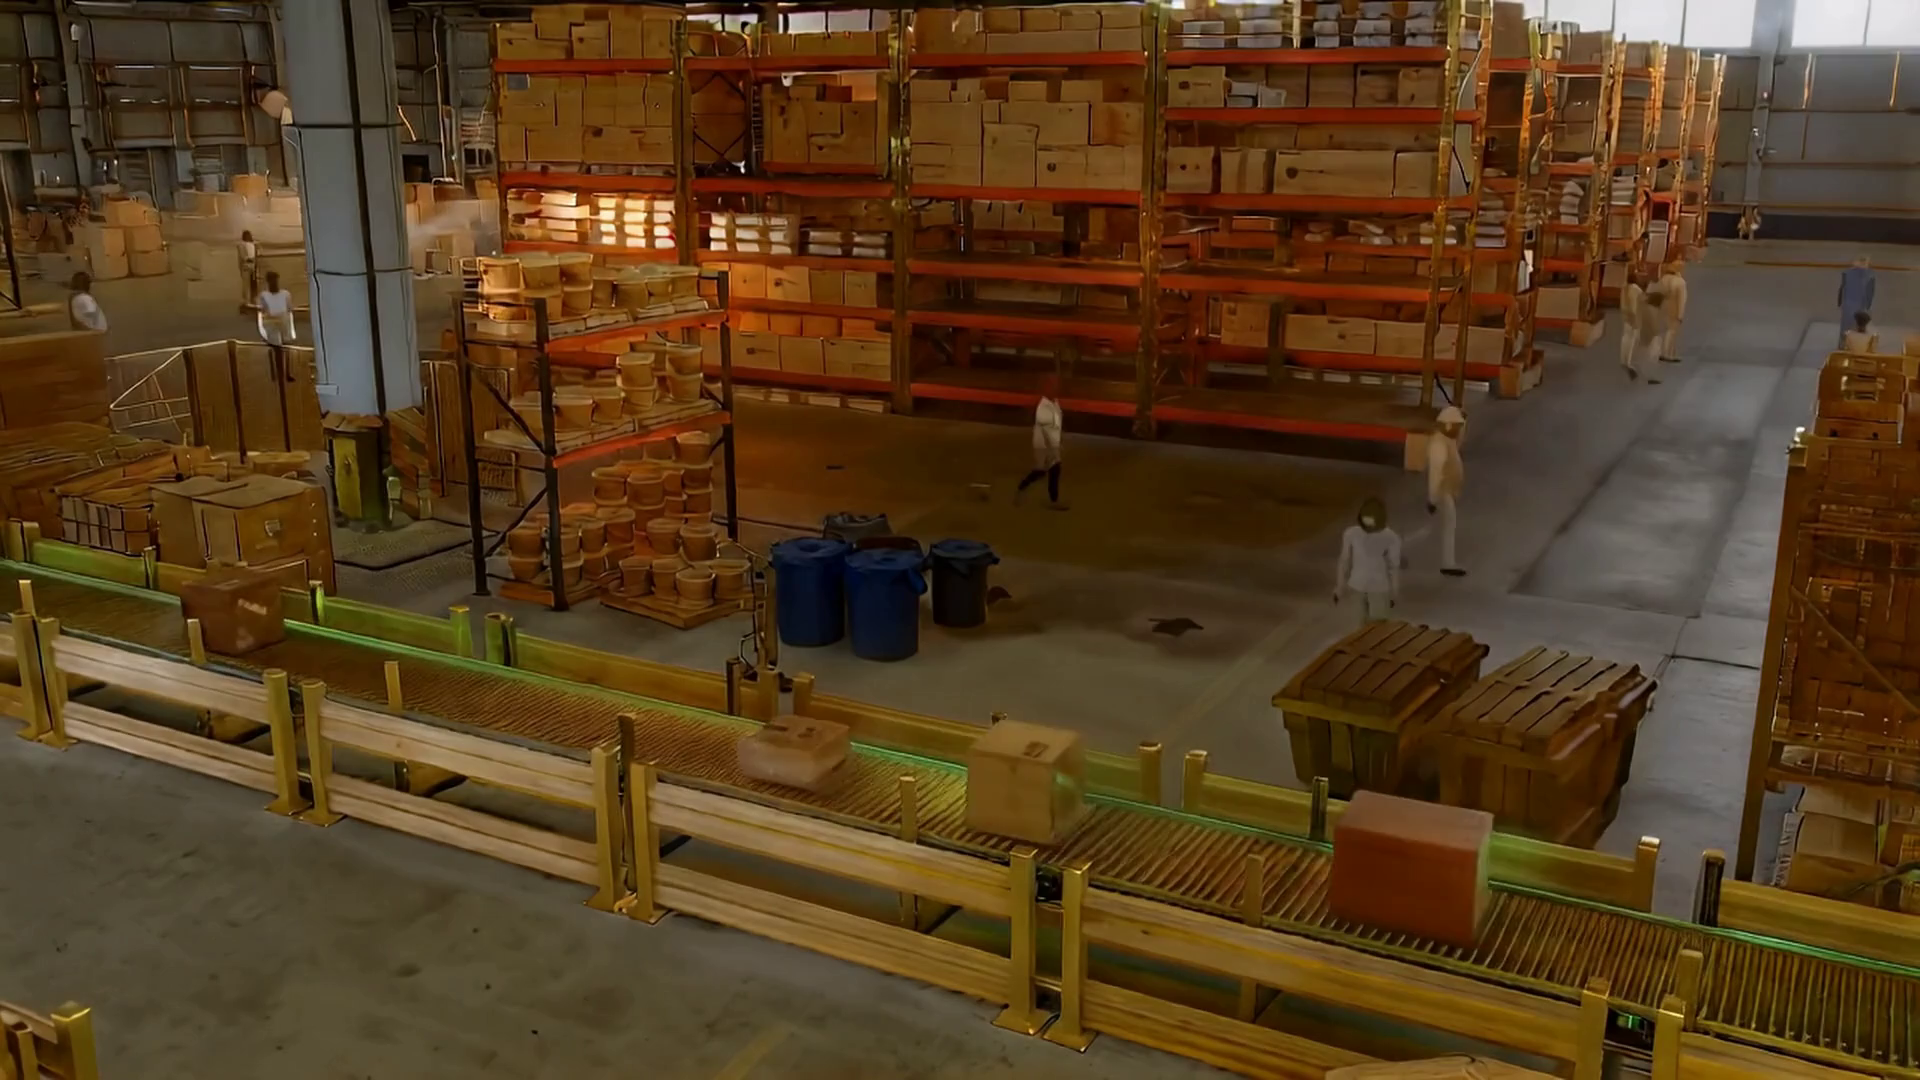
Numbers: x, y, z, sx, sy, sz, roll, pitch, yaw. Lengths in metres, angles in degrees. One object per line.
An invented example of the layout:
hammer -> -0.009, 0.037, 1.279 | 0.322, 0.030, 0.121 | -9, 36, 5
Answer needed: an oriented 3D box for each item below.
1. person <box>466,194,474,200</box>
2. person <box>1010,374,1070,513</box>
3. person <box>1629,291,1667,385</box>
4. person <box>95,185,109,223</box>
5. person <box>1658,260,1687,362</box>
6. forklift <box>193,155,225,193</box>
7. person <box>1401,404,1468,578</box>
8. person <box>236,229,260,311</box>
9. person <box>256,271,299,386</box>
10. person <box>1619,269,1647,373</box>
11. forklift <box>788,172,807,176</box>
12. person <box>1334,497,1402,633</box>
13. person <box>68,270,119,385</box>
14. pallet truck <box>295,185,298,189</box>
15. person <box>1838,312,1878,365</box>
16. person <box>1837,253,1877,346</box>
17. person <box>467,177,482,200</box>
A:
person -> -15.364, -9.848, 51.975 | 0.633, 1.918, 0.779 | 12, 19, 38
person -> 0.968, -1.147, 19.697 | 0.646, 1.680, 0.540 | 6, 16, 22
person -> 11.873, -3.481, 28.593 | 0.502, 1.616, 0.459 | -13, 20, -40
person -> -29.540, -11.335, 57.596 | 0.651, 1.887, 0.558 | -4, 15, -14
person -> 13.310, -4.274, 31.053 | 0.400, 1.901, 0.645 | -5, 16, -18
forklift -> -26.647, -12.289, 59.298 | 1.129, 2.768, 1.873 | -3, 15, -12
person -> 4.893, -0.526, 17.135 | 0.737, 1.807, 0.599 | 6, 16, 21
person -> -16.452, -6.238, 38.485 | 0.445, 1.865, 0.570 | 5, 16, 17
person -> -11.713, -3.643, 28.572 | 0.652, 1.956, 0.401 | -12, 19, -38
person -> 12.111, -3.944, 29.919 | 0.429, 1.843, 0.629 | 4, 16, 16
forklift -> -6.019, -12.997, 61.960 | 1.873, 2.768, 1.129 | 8, 17, 28
person -> 3.400, 0.430, 13.897 | 0.506, 1.623, 0.384 | 10, 18, 34
person -> -14.868, -3.582, 28.172 | 0.883, 2.000, 0.683 | -12, 19, -37
pallet truck -> -26.804, -14.617, 69.738 | 1.885, 1.965, 0.823 | -14, 20, -42
person -> 13.708, -2.667, 25.437 | 0.536, 1.675, 0.684 | 9, 18, 31
person -> 17.552, -4.680, 32.614 | 0.643, 1.878, 0.805 | 8, 17, 26
person -> -18.533, -12.910, 63.495 | 0.633, 1.916, 0.743 | -14, 20, -42
